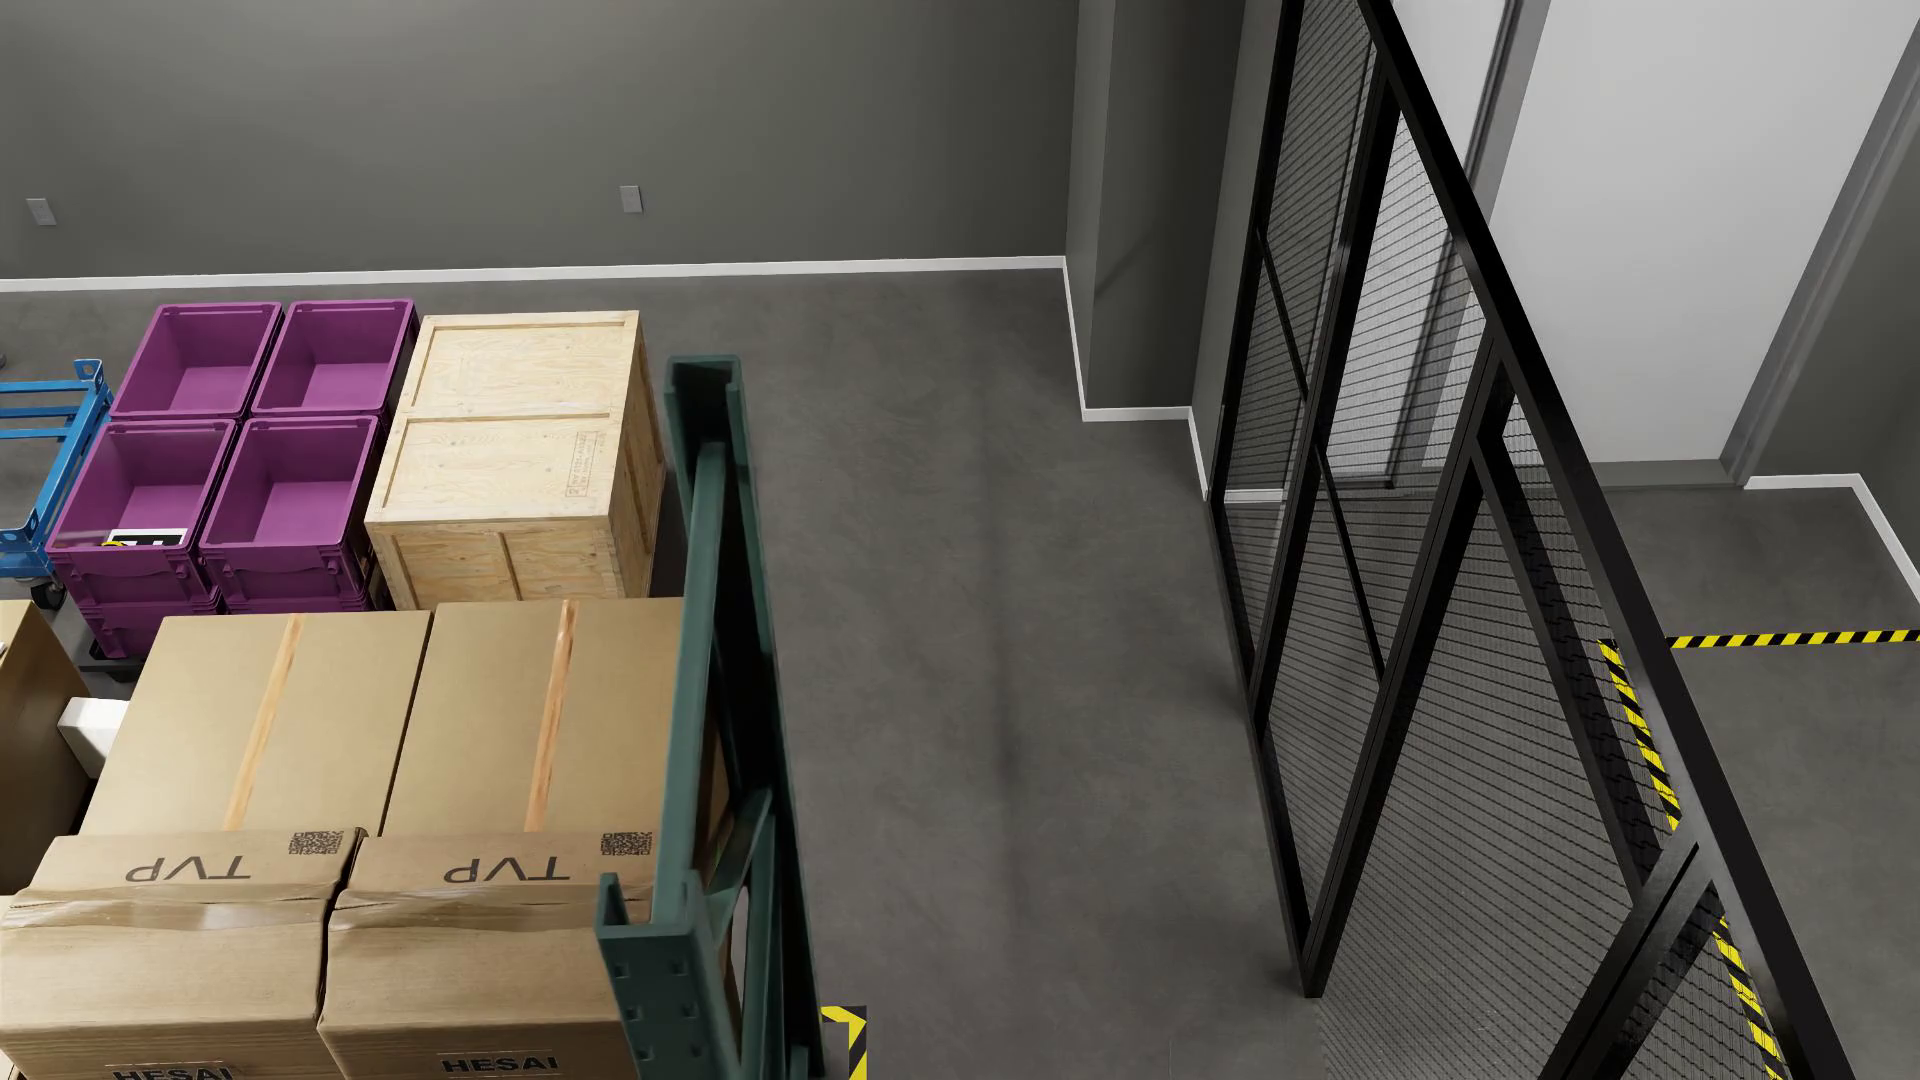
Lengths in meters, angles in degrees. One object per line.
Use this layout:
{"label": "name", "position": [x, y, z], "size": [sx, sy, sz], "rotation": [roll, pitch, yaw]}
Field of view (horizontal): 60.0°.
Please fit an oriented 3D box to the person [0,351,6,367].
{"label": "person", "position": [-4.033, -1.264, 5.963], "size": [0.367, 1.939, 0.635], "rotation": [-3, 46, -3]}
